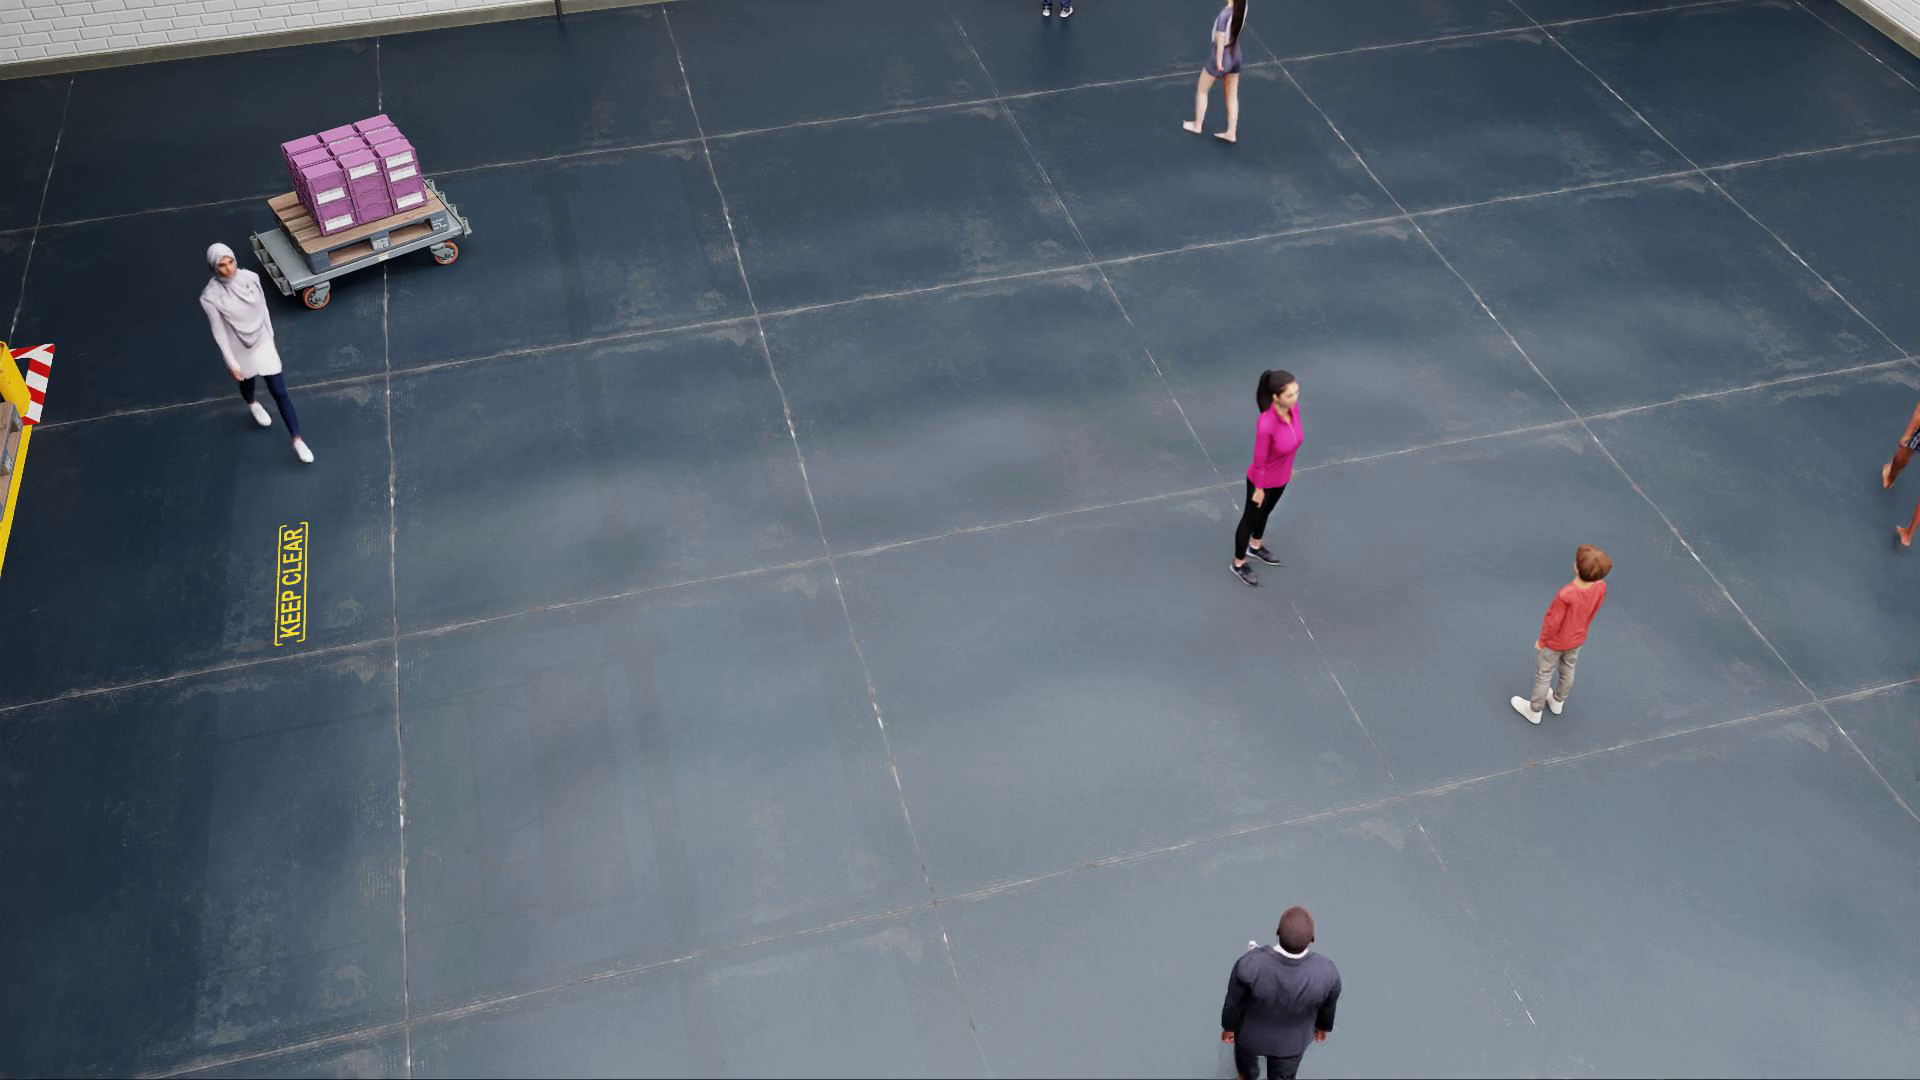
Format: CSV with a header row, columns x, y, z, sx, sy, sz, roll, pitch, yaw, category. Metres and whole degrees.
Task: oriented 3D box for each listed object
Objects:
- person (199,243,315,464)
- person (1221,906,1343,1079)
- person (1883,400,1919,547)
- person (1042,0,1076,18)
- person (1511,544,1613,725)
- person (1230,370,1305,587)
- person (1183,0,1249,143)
x,y,z,sx,sy,sz,roll,pitch,yaw,category
-5.253,-1.423,12.188,0.948,1.739,1.219,-32,52,-29,person
1.522,2.439,8.097,1.009,1.791,1.244,7,44,7,person
6.789,-0.709,11.479,1.080,1.685,1.245,14,45,14,person
1.031,-6.265,17.397,0.627,1.565,0.661,12,45,12,person
3.756,0.585,10.315,0.535,1.416,0.495,-16,46,-16,person
2.067,-0.443,11.190,0.730,1.698,0.689,30,51,28,person
2.531,-4.432,15.425,0.784,1.631,0.892,-30,51,-28,person
